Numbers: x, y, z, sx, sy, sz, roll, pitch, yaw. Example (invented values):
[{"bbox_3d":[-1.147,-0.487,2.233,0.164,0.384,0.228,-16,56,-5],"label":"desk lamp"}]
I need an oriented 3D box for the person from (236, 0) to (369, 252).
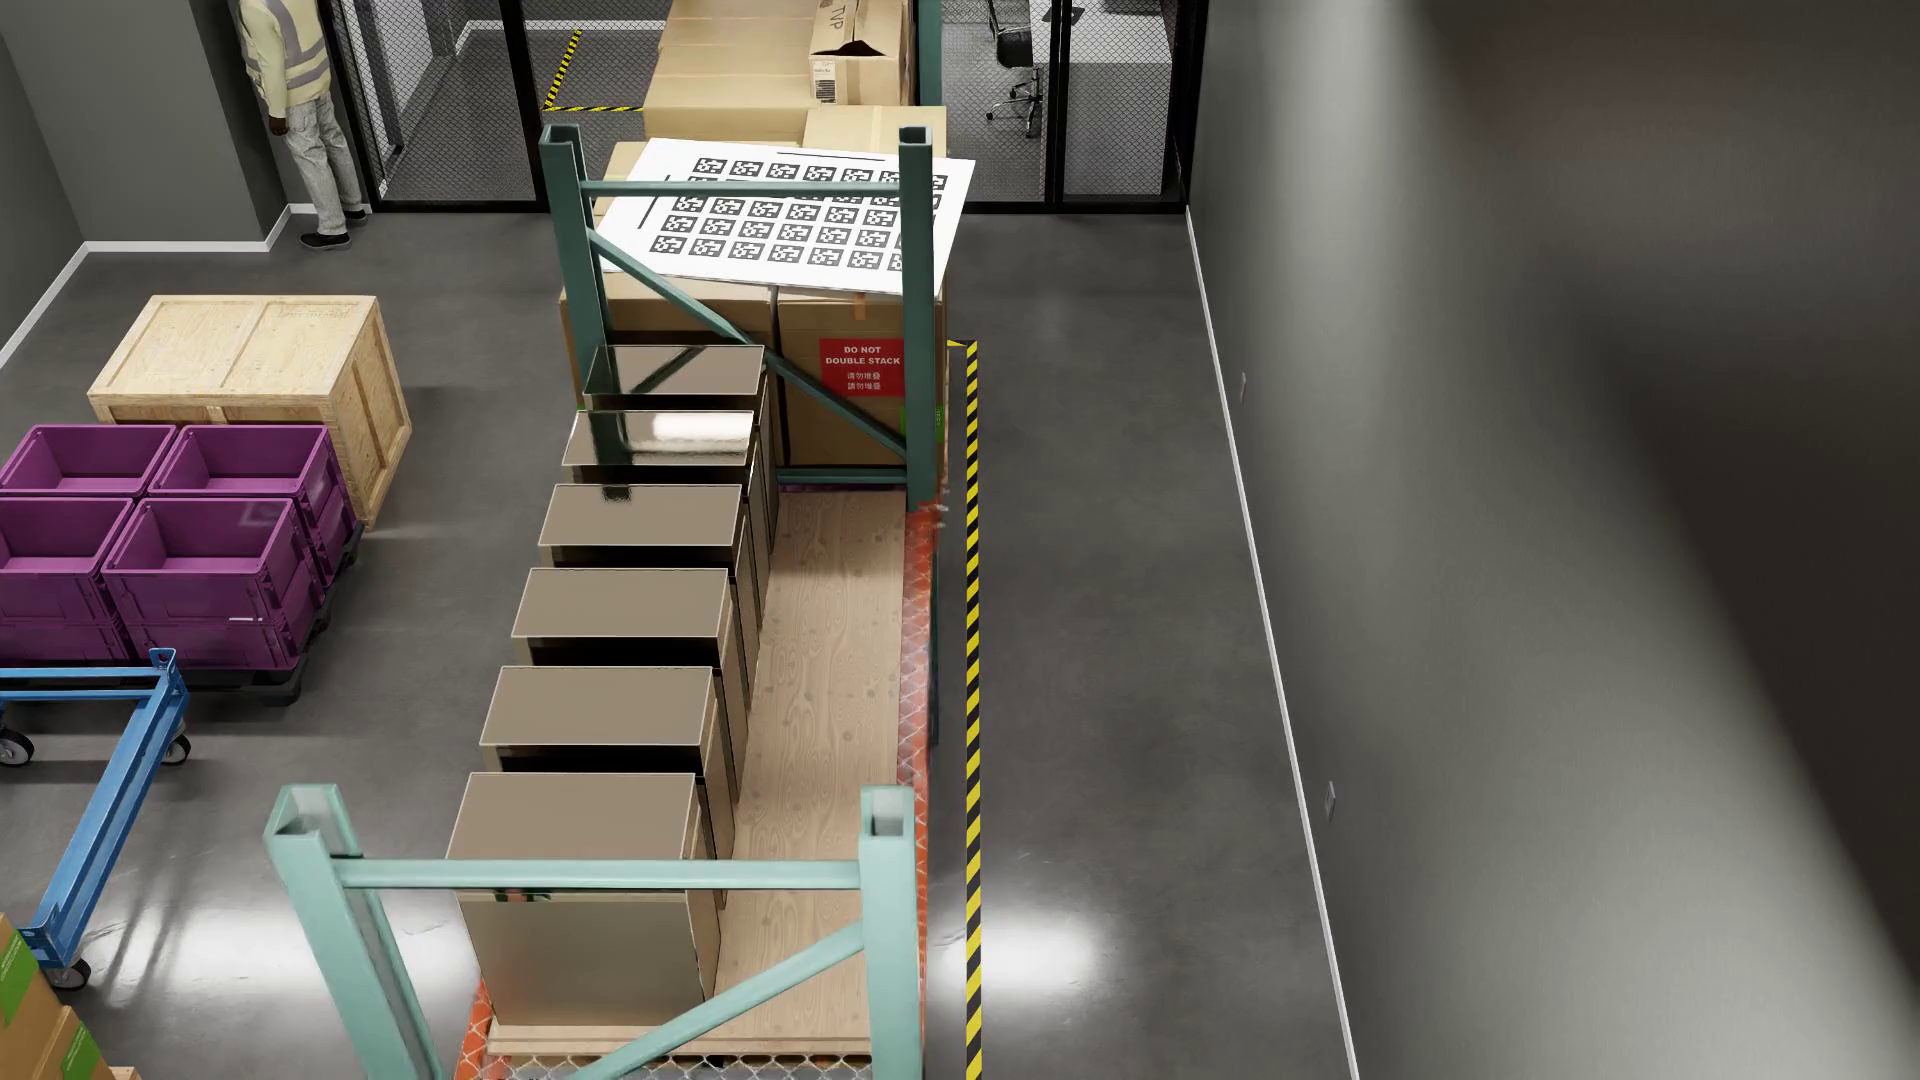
[{"bbox_3d":[-3.489,-2.390,8.698,0.404,1.830,0.599,5,41,6],"label":"person"}]
